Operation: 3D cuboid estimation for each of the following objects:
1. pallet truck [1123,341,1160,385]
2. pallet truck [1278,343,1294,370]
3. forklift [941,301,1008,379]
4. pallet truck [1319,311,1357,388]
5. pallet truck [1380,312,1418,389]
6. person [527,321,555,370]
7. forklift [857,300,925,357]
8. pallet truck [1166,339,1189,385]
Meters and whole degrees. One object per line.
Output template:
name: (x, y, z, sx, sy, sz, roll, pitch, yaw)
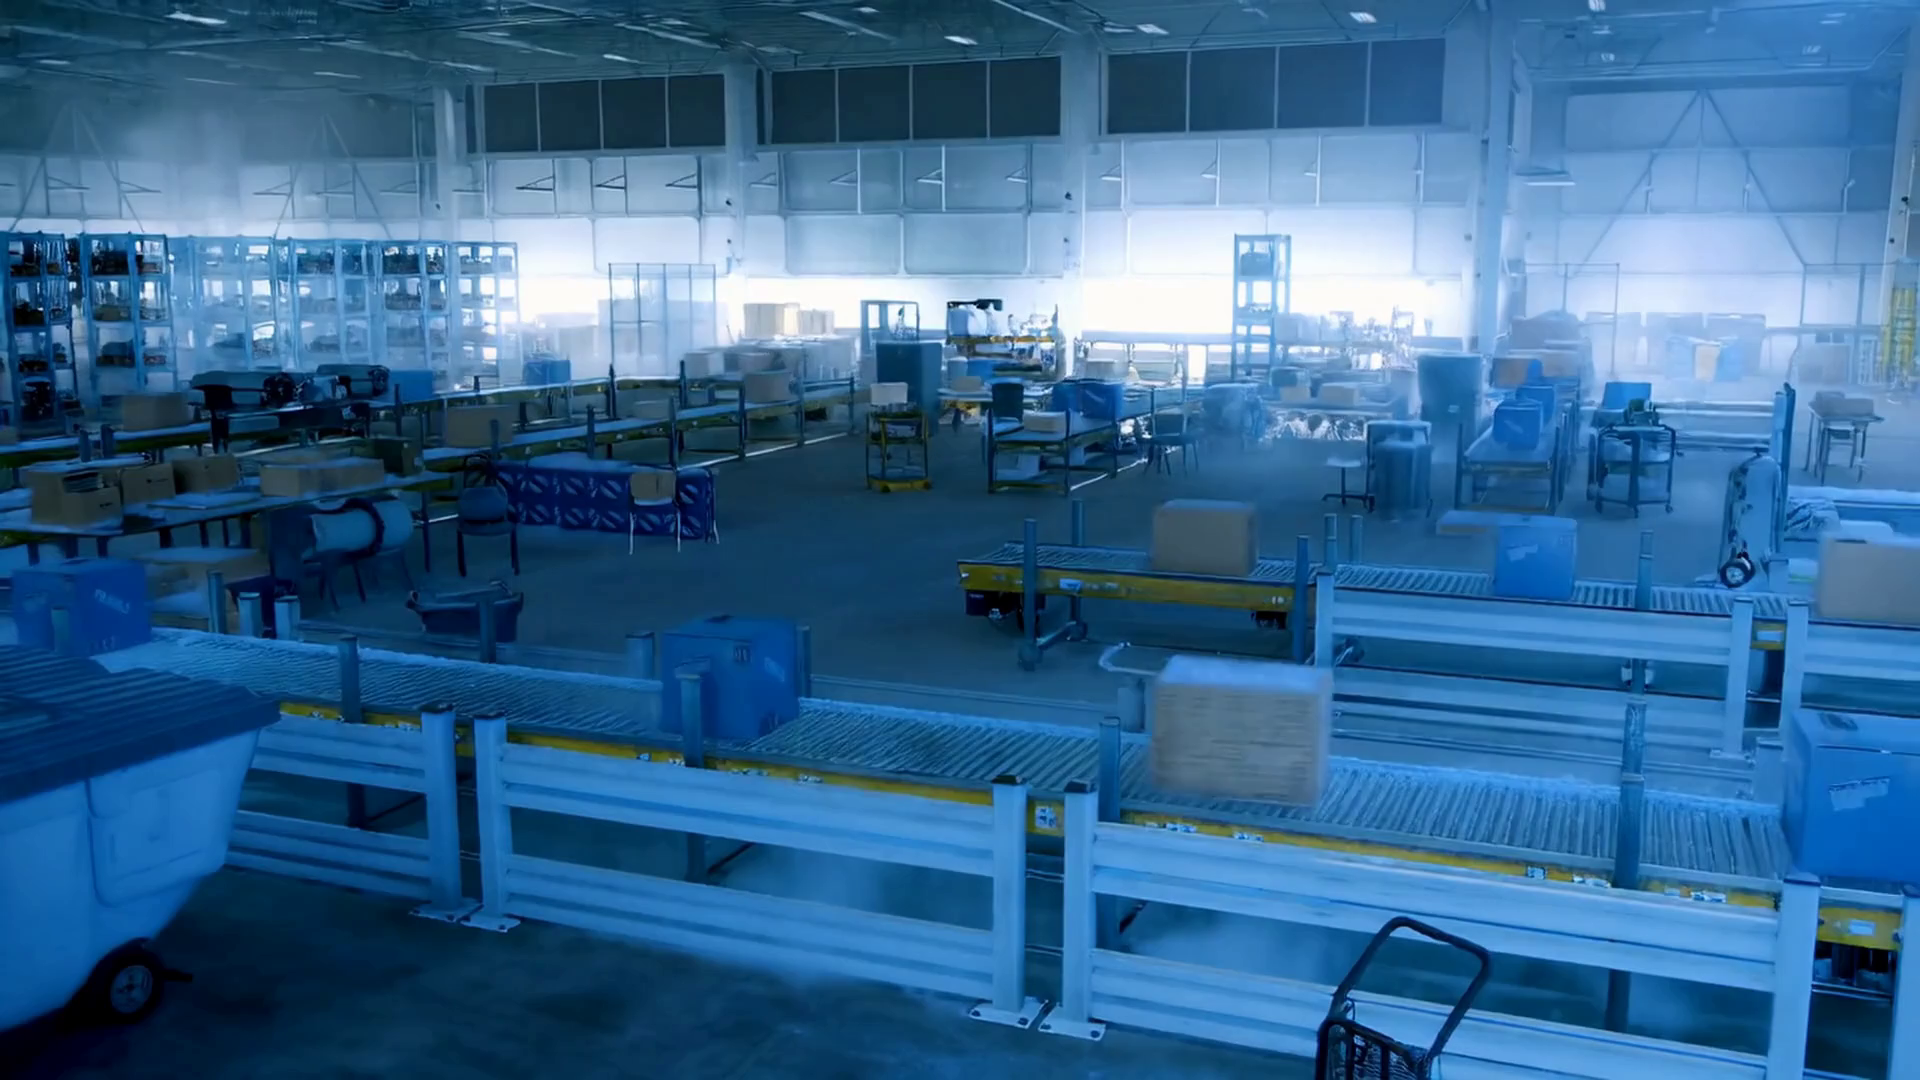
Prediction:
pallet truck: (4.445, -4.380, 41.279, 0.680, 1.201, 1.601, 4, 10, 22)
pallet truck: (7.886, -4.163, 39.743, 0.653, 1.274, 1.630, 4, 10, 22)
forklift: (0.365, -4.966, 41.571, 1.157, 1.987, 2.680, 3, 10, 20)
pallet truck: (9.071, -4.419, 39.190, 0.823, 1.965, 1.885, 5, 10, 26)
pallet truck: (10.207, -4.283, 38.369, 0.823, 1.965, 1.885, 3, 10, 20)
person: (-9.469, -4.049, 37.605, 0.607, 1.788, 0.915, -2, 10, -14)
forklift: (-1.732, -5.109, 42.468, 1.157, 1.987, 2.680, 4, 10, 22)
pallet truck: (5.418, -4.269, 40.420, 0.704, 1.261, 1.522, 3, 10, 20)
